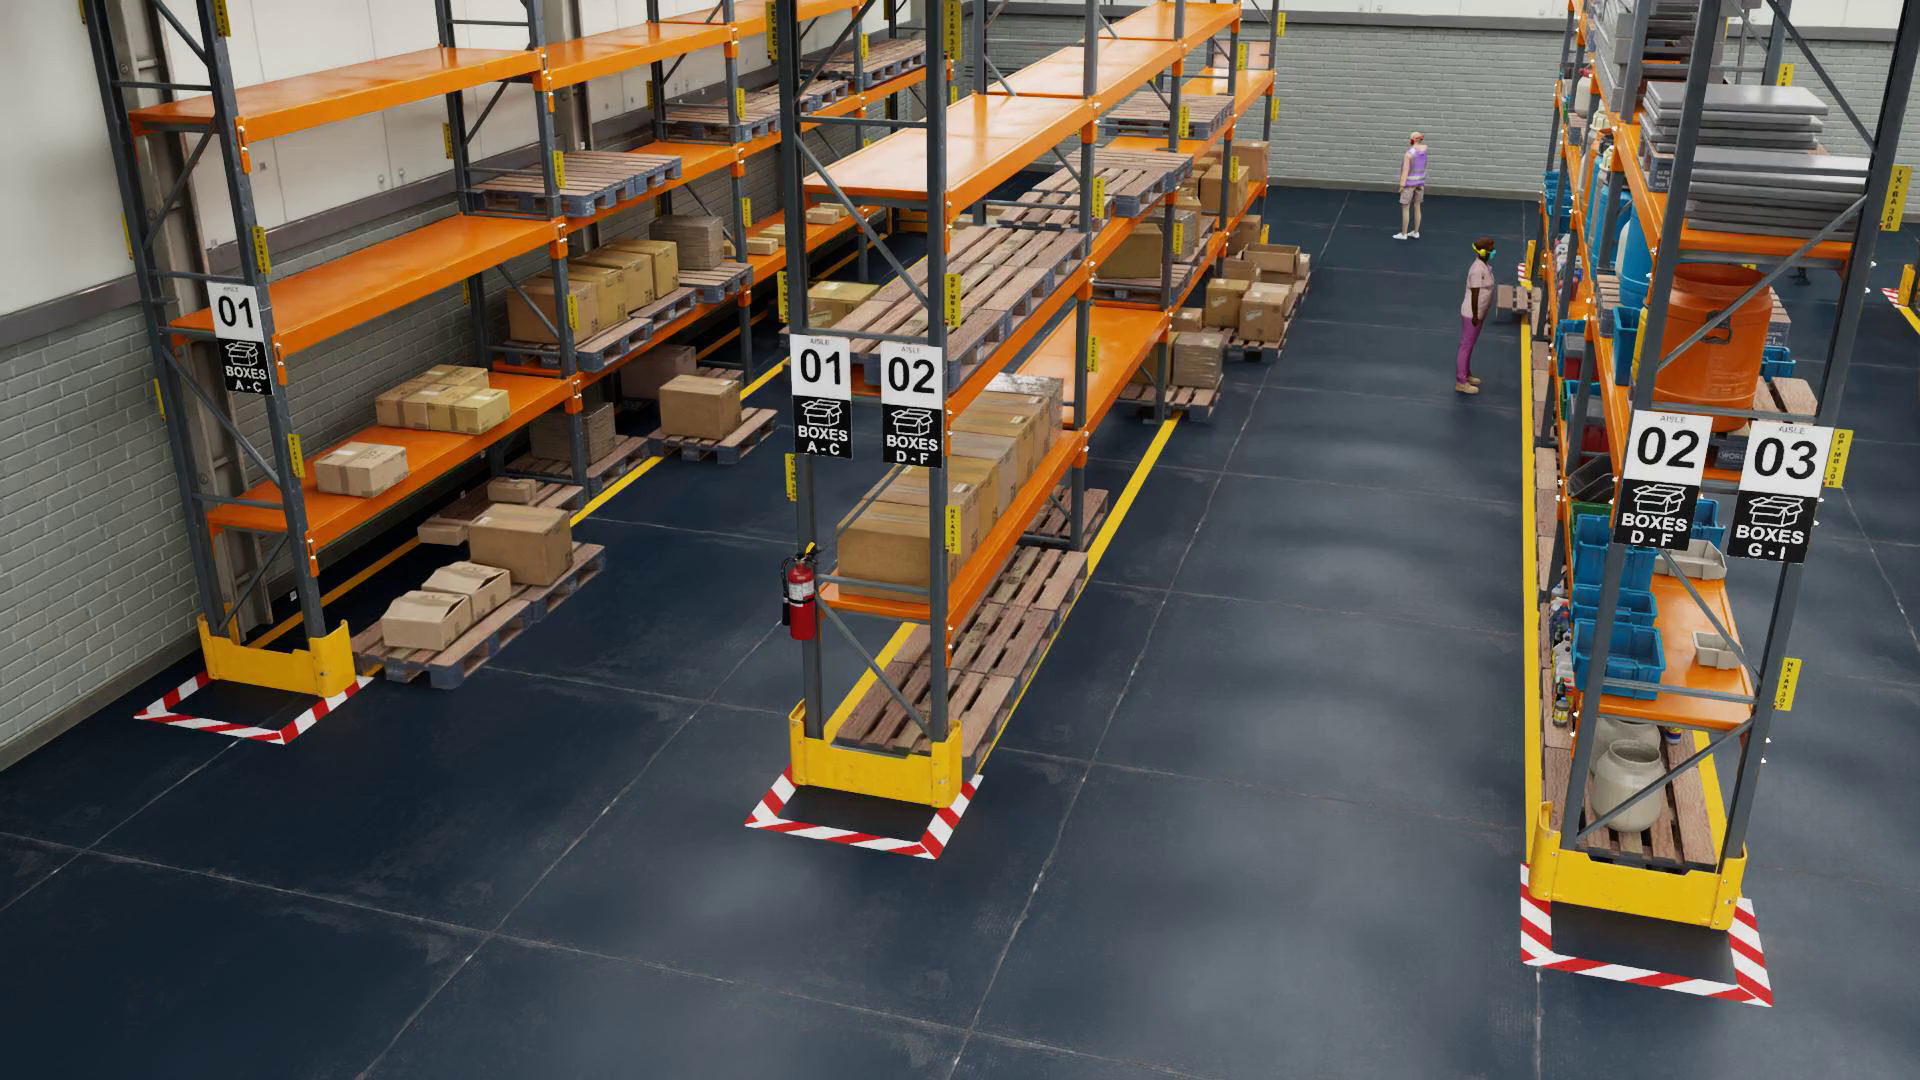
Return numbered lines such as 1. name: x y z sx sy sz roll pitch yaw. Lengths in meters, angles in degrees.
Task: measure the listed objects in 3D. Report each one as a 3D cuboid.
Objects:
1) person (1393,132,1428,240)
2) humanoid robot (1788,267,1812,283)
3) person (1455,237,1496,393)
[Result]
1. person: 7.184 -5.618 26.411 0.491 1.688 0.347 -13 27 -28
2. humanoid robot: 12.164 -4.547 23.939 0.402 1.626 0.619 5 24 11
3. person: 5.999 -2.628 19.332 0.333 1.802 0.526 9 25 21
